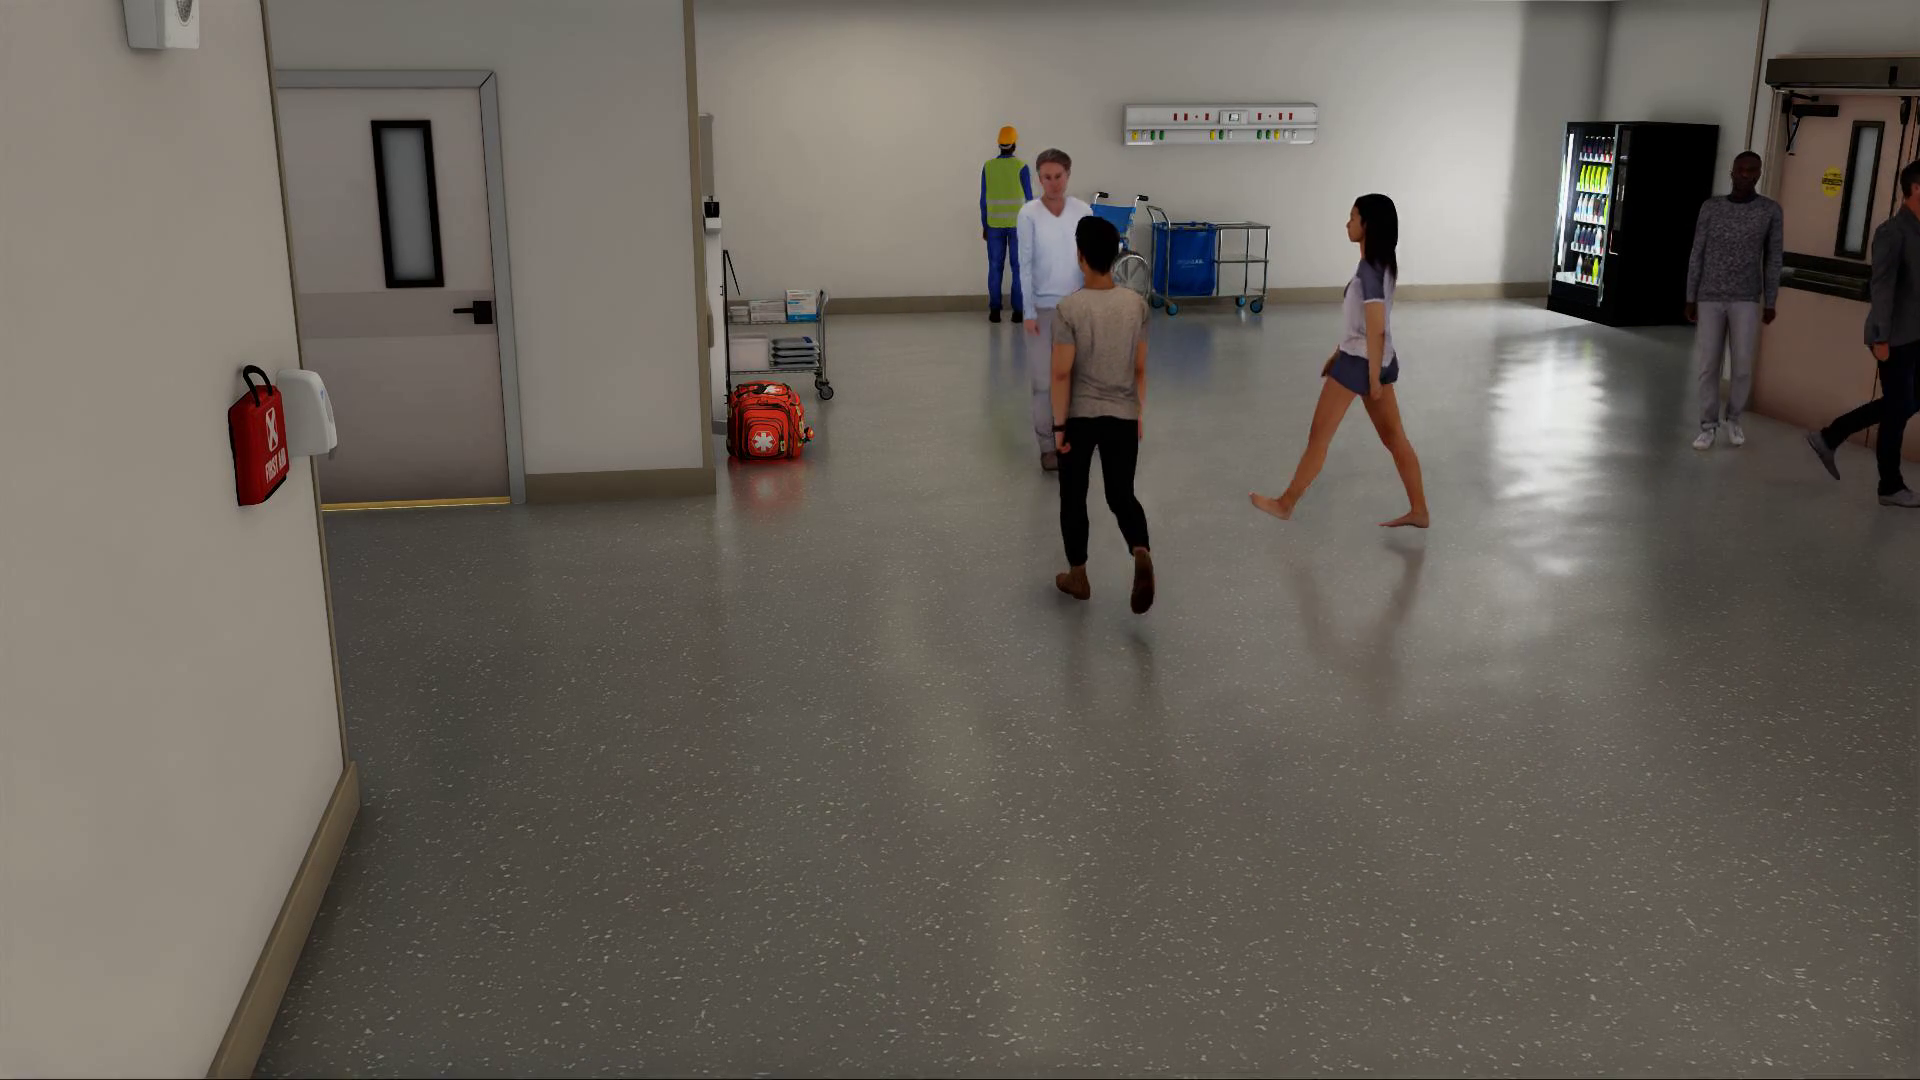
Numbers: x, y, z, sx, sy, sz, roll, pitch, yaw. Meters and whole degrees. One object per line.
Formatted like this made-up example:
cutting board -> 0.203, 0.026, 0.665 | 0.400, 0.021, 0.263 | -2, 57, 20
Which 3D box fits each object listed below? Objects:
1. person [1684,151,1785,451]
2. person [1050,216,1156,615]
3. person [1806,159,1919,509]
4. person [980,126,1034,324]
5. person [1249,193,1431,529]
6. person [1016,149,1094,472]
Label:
person -> 4.802, -1.491, 10.386 | 0.828, 1.833, 0.884 | 10, 18, 31
person -> 0.619, -0.506, 7.138 | 0.612, 1.699, 0.967 | -3, 16, -11
person -> 5.037, -1.123, 9.039 | 1.019, 1.856, 1.131 | -15, 22, -43
person -> 0.440, -2.973, 15.680 | 0.736, 1.813, 0.707 | 3, 16, 9
person -> 2.119, -0.833, 8.341 | 1.065, 1.677, 1.151 | 6, 17, 21
person -> 0.520, -1.340, 9.782 | 0.668, 1.870, 0.738 | -5, 16, -17
